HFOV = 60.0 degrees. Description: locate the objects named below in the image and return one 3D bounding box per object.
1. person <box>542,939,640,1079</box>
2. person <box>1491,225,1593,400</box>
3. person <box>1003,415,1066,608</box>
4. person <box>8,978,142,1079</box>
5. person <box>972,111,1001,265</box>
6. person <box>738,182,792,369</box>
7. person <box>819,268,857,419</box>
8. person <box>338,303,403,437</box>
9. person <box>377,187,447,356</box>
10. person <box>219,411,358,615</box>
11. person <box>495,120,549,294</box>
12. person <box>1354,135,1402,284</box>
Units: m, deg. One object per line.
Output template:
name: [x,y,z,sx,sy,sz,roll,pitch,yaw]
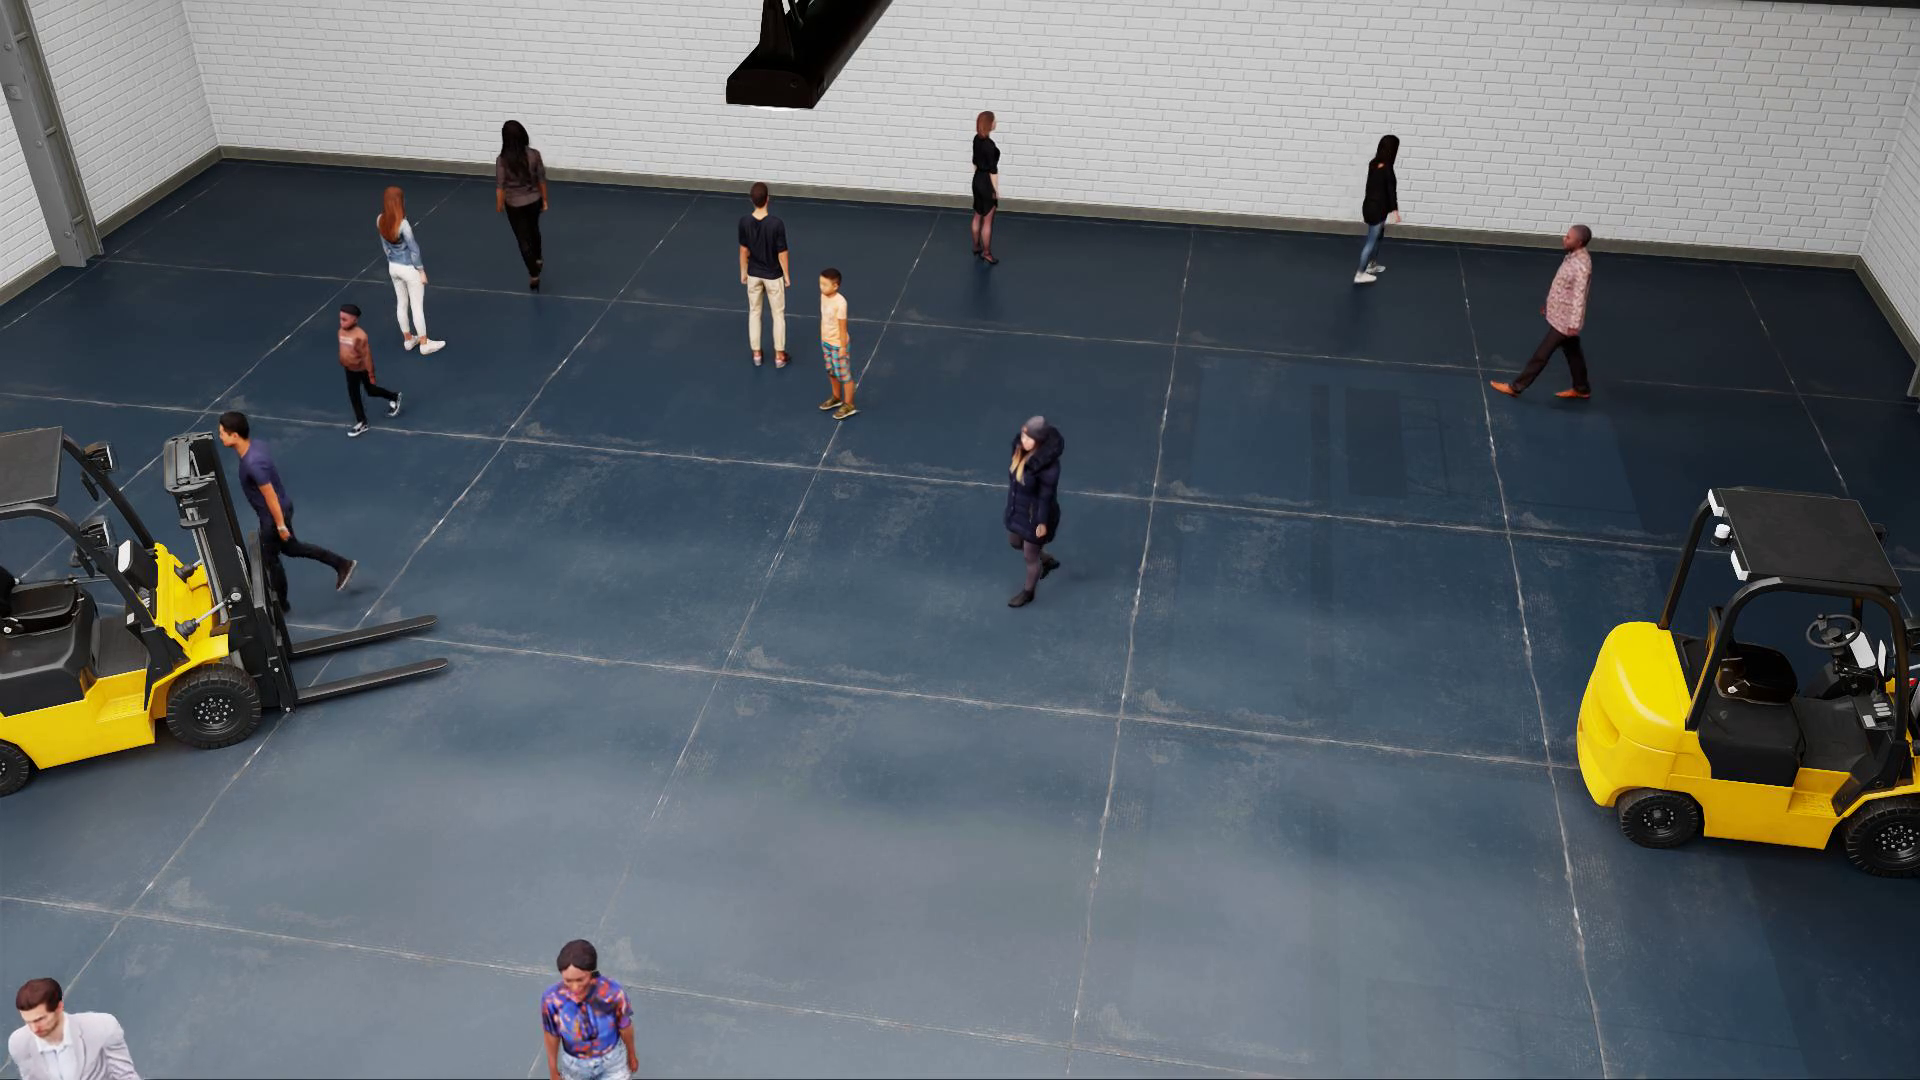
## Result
person: [-1.845,2.608,8.472,0.833,1.719,1.147,-7,34,-11]
person: [5.716,-2.050,15.445,0.834,1.758,1.110,8,34,12]
person: [0.609,-0.246,12.814,0.939,1.666,0.883,-18,38,-25]
person: [-4.201,2.756,8.148,0.899,1.833,1.047,-7,34,-10]
person: [0.268,-3.863,18.221,0.721,1.706,0.630,-16,37,-22]
person: [-1.891,-2.561,16.132,0.635,1.848,0.549,5,34,8]
person: [-1.139,-1.843,15.404,0.636,1.459,0.589,-26,41,-33]
person: [-5.450,-1.598,15.234,0.705,1.239,0.923,18,38,25]
person: [-5.482,-2.654,16.407,0.677,1.699,0.636,18,38,25]
person: [-5.136,-0.212,12.685,1.103,1.752,1.127,-16,37,-22]
person: [-4.557,-3.482,17.544,0.916,1.819,0.977,-22,40,-30]
person: [4.397,-3.516,17.764,0.785,1.633,0.741,-9,35,-14]
